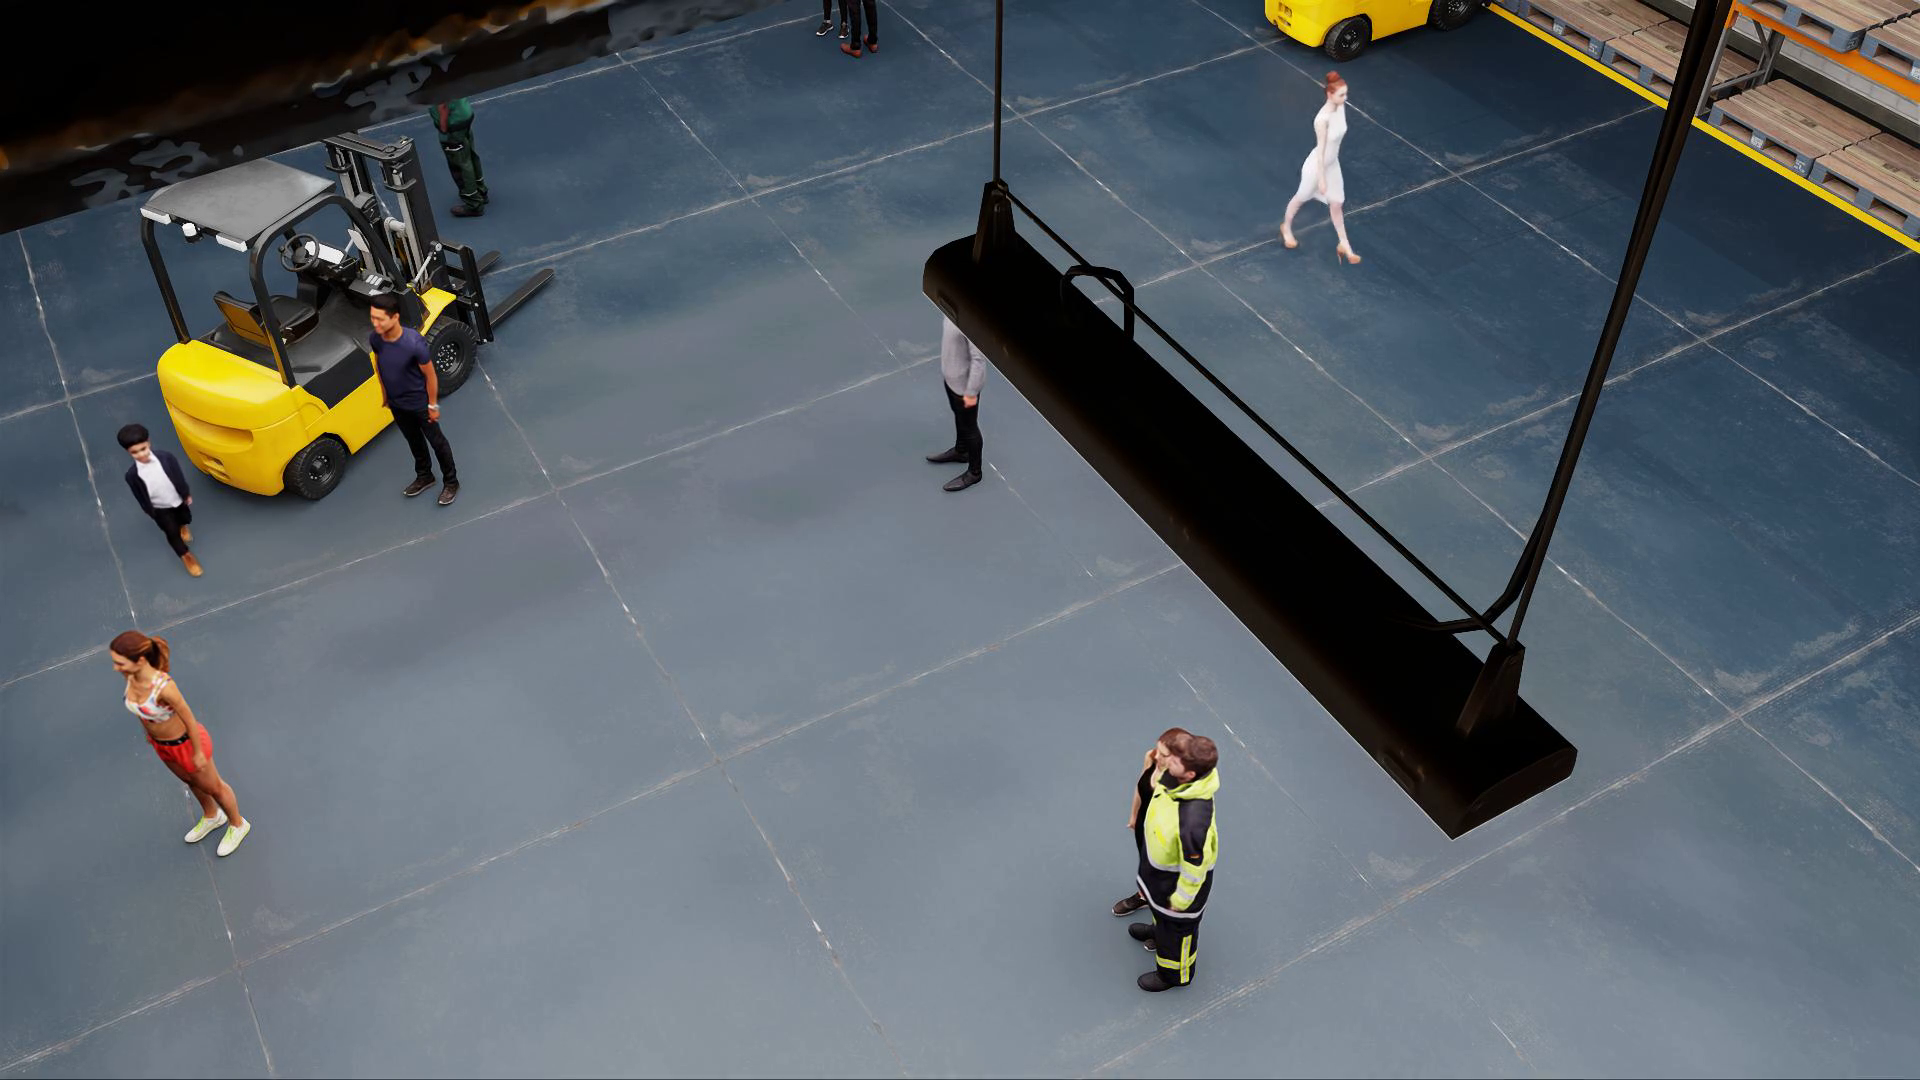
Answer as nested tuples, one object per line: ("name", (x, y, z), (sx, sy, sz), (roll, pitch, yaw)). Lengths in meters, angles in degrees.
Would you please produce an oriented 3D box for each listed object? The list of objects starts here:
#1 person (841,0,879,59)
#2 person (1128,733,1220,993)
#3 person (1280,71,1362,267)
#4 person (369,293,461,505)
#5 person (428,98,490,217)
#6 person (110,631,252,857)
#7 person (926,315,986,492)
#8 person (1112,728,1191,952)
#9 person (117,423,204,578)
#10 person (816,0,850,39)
("person", (-1.032, -5.841, 16.900), (0.713, 1.884, 0.574), (-26, 50, -25))
("person", (1.172, 1.712, 8.901), (0.930, 1.982, 0.780), (-2, 44, -2))
("person", (2.994, -3.185, 14.204), (1.108, 1.758, 0.816), (31, 52, 28))
("person", (-3.924, -1.029, 11.915), (0.689, 1.793, 0.773), (14, 45, 15))
("person", (-4.491, -3.725, 14.712), (0.843, 1.838, 0.739), (3, 44, 3))
("person", (-4.511, 1.157, 9.622), (0.637, 1.791, 0.727), (21, 47, 21))
("person", (0.031, -1.212, 12.014), (0.849, 1.923, 0.631), (-13, 45, -14))
("person", (1.128, 1.622, 9.182), (0.649, 1.726, 0.456), (-25, 49, -24))
("person", (-5.568, -0.336, 11.608), (0.603, 1.213, 0.840), (-31, 52, -28))
("person", (-1.322, -6.054, 17.299), (0.624, 1.643, 0.695), (13, 45, 13))
